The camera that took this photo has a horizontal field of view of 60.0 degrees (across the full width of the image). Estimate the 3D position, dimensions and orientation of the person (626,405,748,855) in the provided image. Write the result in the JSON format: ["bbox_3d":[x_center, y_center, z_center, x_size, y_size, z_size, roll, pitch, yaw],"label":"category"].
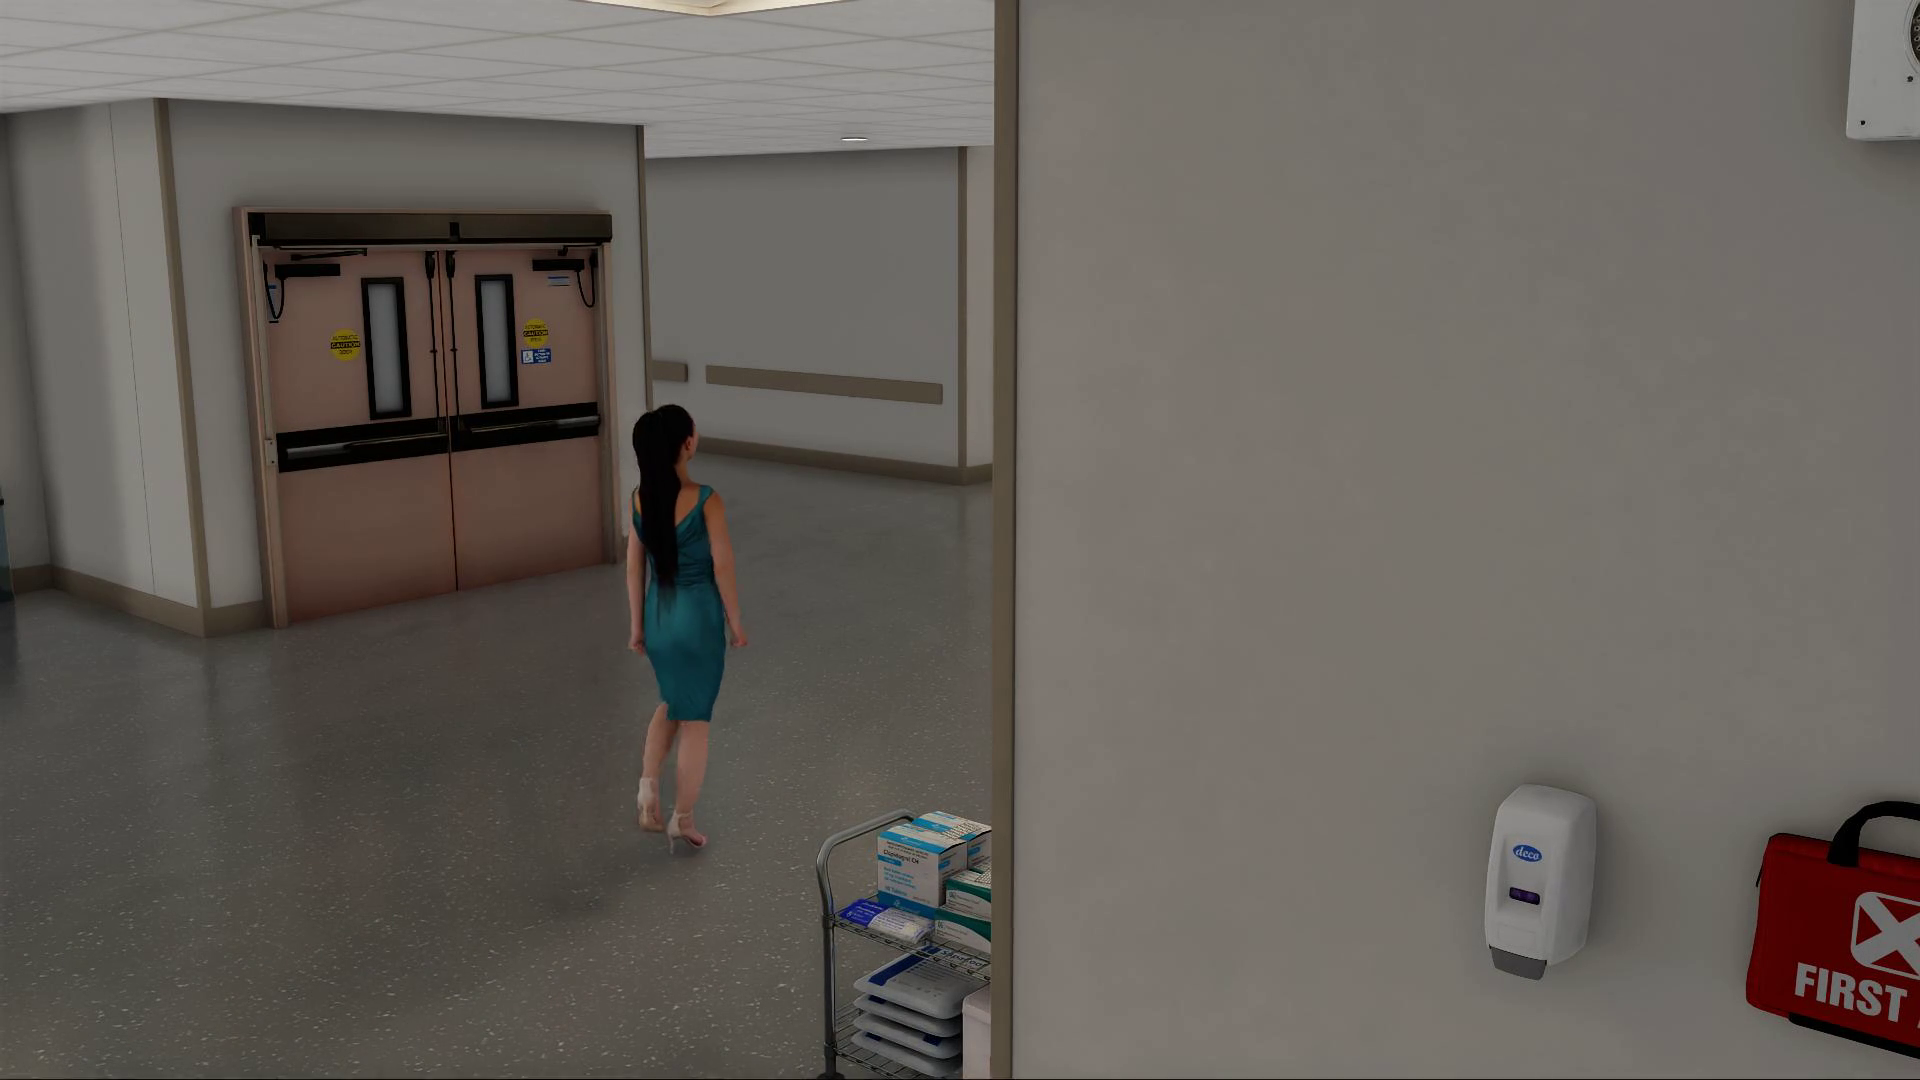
[{"bbox_3d":[-1.044,0.359,6.030,0.641,1.674,0.719,5,12,23],"label":"person"}]
